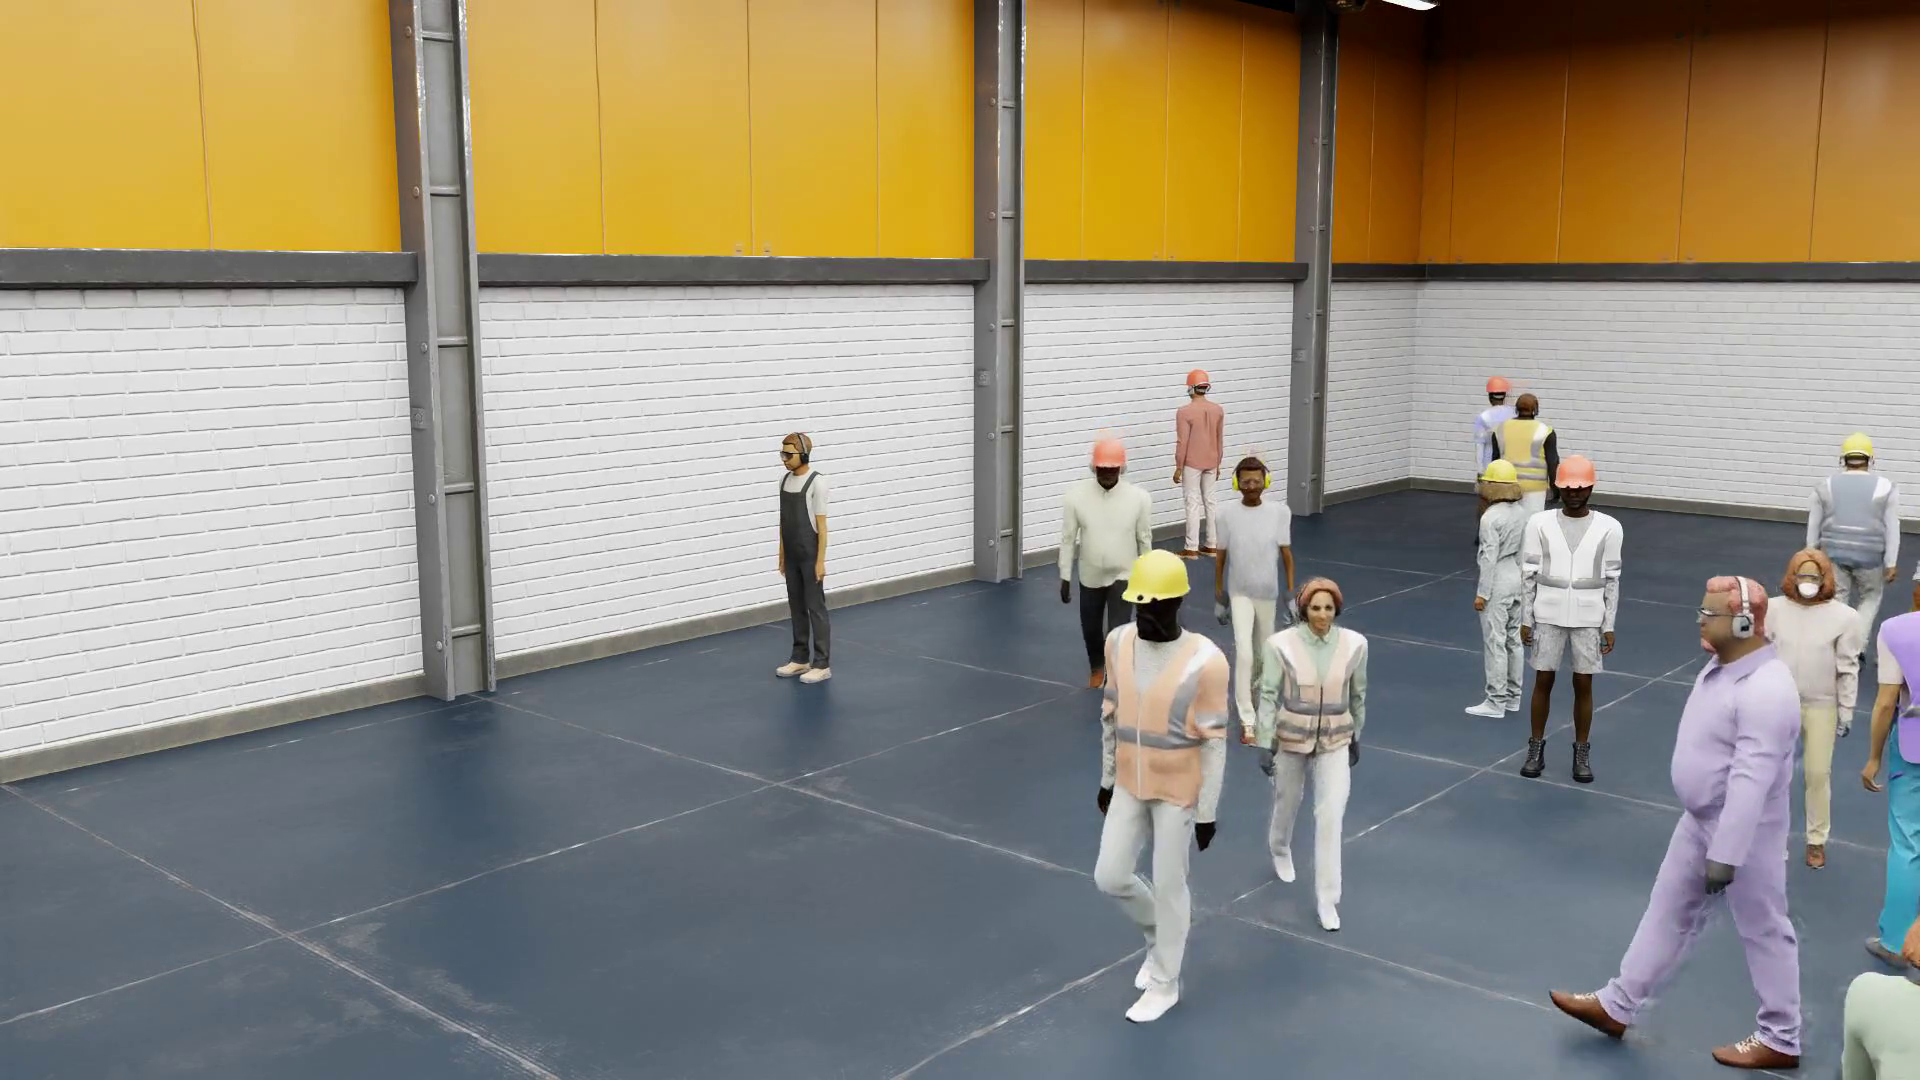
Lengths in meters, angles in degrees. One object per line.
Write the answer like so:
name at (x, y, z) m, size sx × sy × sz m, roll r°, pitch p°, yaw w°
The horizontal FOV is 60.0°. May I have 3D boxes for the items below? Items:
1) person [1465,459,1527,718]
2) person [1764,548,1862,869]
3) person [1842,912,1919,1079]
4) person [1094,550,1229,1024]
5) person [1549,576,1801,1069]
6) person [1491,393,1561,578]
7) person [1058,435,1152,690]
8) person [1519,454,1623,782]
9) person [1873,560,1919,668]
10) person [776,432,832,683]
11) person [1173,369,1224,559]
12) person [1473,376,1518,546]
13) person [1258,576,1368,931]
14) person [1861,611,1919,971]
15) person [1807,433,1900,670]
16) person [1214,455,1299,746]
person at (3.628, 0.325, 11.247) m, size 0.488 × 1.743 × 0.321 m, roll -8°, pitch 12°, yaw -42°
person at (4.237, 0.841, 8.391) m, size 0.506 × 1.627 × 0.283 m, roll 6°, pitch 11°, yaw 32°
person at (2.325, 1.562, 3.917) m, size 0.833 × 1.590 × 0.519 m, roll -5°, pitch 10°, yaw -28°
person at (0.778, 0.976, 6.626) m, size 0.618 × 1.912 × 0.412 m, roll 8°, pitch 12°, yaw 42°
person at (2.745, 1.061, 6.222) m, size 0.932 × 1.863 × 0.674 m, roll 1°, pitch 9°, yaw 7°
person at (5.525, -0.519, 16.267) m, size 0.649 × 1.839 × 0.467 m, roll 8°, pitch 12°, yaw 40°
person at (1.006, 0.212, 11.410) m, size 0.633 × 1.947 × 0.968 m, roll 2°, pitch 9°, yaw 9°
person at (3.584, 0.459, 9.798) m, size 0.550 × 1.937 × 0.357 m, roll 3°, pitch 10°, yaw 20°
person at (7.222, 0.046, 12.201) m, size 0.949 × 1.996 × 0.638 m, roll -4°, pitch 10°, yaw -24°
person at (-1.157, 0.123, 12.228) m, size 0.506 × 1.841 × 0.333 m, roll 9°, pitch 12°, yaw 43°
person at (2.493, -0.795, 17.495) m, size 0.612 × 1.994 × 0.395 m, roll -5°, pitch 11°, yaw -30°
person at (5.801, -0.810, 17.903) m, size 0.545 × 1.907 × 0.909 m, roll 1°, pitch 9°, yaw 3°
person at (1.647, 0.934, 7.859) m, size 0.522 × 1.595 × 0.847 m, roll 0°, pitch 9°, yaw 1°
person at (4.169, 0.938, 7.075) m, size 0.574 × 1.843 × 0.375 m, roll 2°, pitch 9°, yaw 12°
person at (6.642, 0.109, 12.382) m, size 0.627 × 1.808 × 0.480 m, roll 7°, pitch 11°, yaw 37°
person at (1.908, 0.349, 10.824) m, size 0.531 × 1.843 × 0.847 m, roll 0°, pitch 9°, yaw -1°
